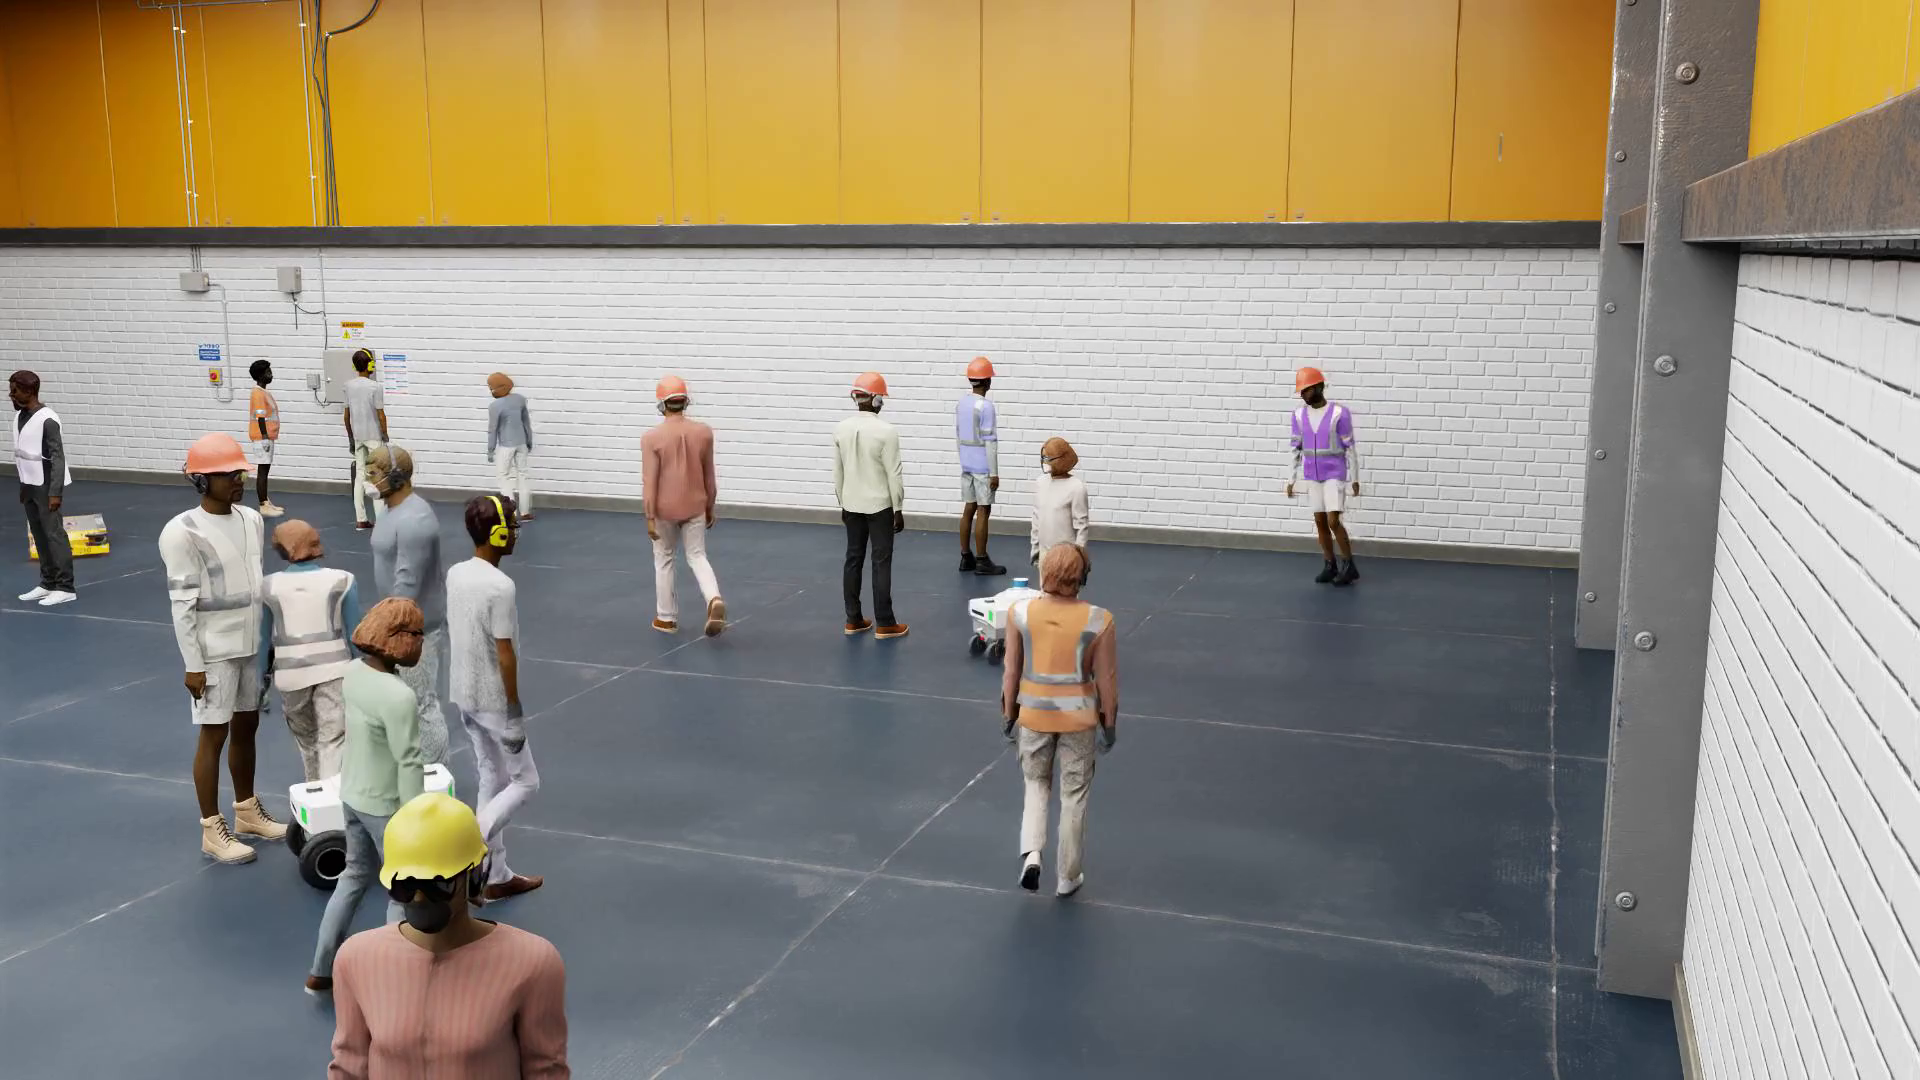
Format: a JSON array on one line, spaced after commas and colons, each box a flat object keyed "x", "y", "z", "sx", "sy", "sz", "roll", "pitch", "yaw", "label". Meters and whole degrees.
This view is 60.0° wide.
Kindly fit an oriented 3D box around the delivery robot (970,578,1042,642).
[{"x": 0.433, "y": 0.513, "z": 11.849, "sx": 0.707, "sy": 0.478, "sz": 0.477, "roll": -5, "pitch": 11, "yaw": -27, "label": "delivery robot"}]

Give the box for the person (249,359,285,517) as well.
[{"x": -7.508, "y": -1.098, "z": 17.971, "sx": 0.320, "sy": 1.697, "sz": 0.531, "roll": -4, "pitch": 11, "yaw": -20, "label": "person"}]

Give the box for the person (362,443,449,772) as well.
[{"x": -2.850, "y": 0.466, "z": 8.483, "sx": 0.436, "sy": 1.930, "sz": 0.646, "roll": -6, "pitch": 12, "yaw": -32, "label": "person"}]

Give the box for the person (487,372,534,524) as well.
[{"x": -4.724, "y": -0.967, "z": 17.491, "sx": 0.307, "sy": 1.613, "sz": 0.601, "roll": 7, "pitch": 12, "yaw": 33, "label": "person"}]

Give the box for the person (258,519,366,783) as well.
[{"x": -3.195, "y": 0.694, "z": 8.176, "sx": 0.537, "sy": 1.596, "sz": 0.828, "roll": -3, "pitch": 11, "yaw": -17, "label": "person"}]

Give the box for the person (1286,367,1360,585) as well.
[{"x": 3.115, "y": -0.550, "z": 14.338, "sx": 0.589, "sy": 1.887, "sz": 0.539, "roll": 8, "pitch": 13, "yaw": 39, "label": "person"}]

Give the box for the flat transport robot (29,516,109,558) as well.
[{"x": -8.639, "y": -0.051, "z": 16.090, "sx": 0.652, "sy": 0.197, "sz": 1.431, "roll": -6, "pitch": 12, "yaw": -29, "label": "flat transport robot"}]

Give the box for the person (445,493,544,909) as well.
[{"x": -2.101, "y": 0.726, "z": 7.286, "sx": 0.511, "sy": 1.849, "sz": 0.499, "roll": 9, "pitch": 13, "yaw": 41, "label": "person"}]

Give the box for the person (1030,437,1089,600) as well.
[{"x": 0.668, "y": 0.104, "z": 11.381, "sx": 0.285, "sy": 1.633, "sz": 0.498, "roll": -8, "pitch": 13, "yaw": -38, "label": "person"}]

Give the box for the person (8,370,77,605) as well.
[{"x": -7.507, "y": -0.433, "z": 13.607, "sx": 0.596, "sy": 1.916, "sz": 0.373, "roll": 8, "pitch": 13, "yaw": 36, "label": "person"}]

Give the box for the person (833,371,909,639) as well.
[{"x": -0.666, "y": -0.259, "z": 12.414, "sx": 0.610, "sy": 1.993, "sz": 0.380, "roll": 7, "pitch": 12, "yaw": 33, "label": "person"}]

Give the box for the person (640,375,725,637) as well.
[{"x": -2.060, "y": -0.238, "z": 12.360, "sx": 0.624, "sy": 1.973, "sz": 0.833, "roll": -6, "pitch": 12, "yaw": -32, "label": "person"}]

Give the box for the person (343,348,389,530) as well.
[{"x": -6.058, "y": -1.024, "z": 17.054, "sx": 0.515, "sy": 1.876, "sz": 0.327, "roll": 3, "pitch": 11, "yaw": 19, "label": "person"}]

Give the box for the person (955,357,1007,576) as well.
[{"x": 0.181, "y": -0.655, "z": 14.786, "sx": 0.341, "sy": 1.942, "sz": 0.552, "roll": -6, "pitch": 12, "yaw": -31, "label": "person"}]

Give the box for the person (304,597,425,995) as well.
[{"x": -2.232, "y": 1.015, "z": 6.287, "sx": 0.451, "sy": 1.620, "sz": 0.650, "roll": -10, "pitch": 14, "yaw": -44, "label": "person"}]

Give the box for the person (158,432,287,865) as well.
[{"x": -3.487, "y": 0.506, "z": 7.954, "sx": 0.365, "sy": 2.048, "sz": 0.607, "roll": 3, "pitch": 10, "yaw": 14, "label": "person"}]

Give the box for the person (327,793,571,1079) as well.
[{"x": -1.120, "y": 1.406, "z": 3.673, "sx": 0.524, "sy": 1.769, "sz": 0.316, "roll": 0, "pitch": 10, "yaw": -2, "label": "person"}]

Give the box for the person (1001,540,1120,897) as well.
[{"x": 0.444, "y": 0.811, "z": 7.410, "sx": 0.536, "sy": 1.623, "sz": 0.401, "roll": 3, "pitch": 10, "yaw": 16, "label": "person"}]

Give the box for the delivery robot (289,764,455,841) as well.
[{"x": -2.750, "y": 1.230, "z": 7.809, "sx": 0.707, "sy": 0.478, "sz": 0.477, "roll": -5, "pitch": 11, "yaw": -29, "label": "delivery robot"}]
